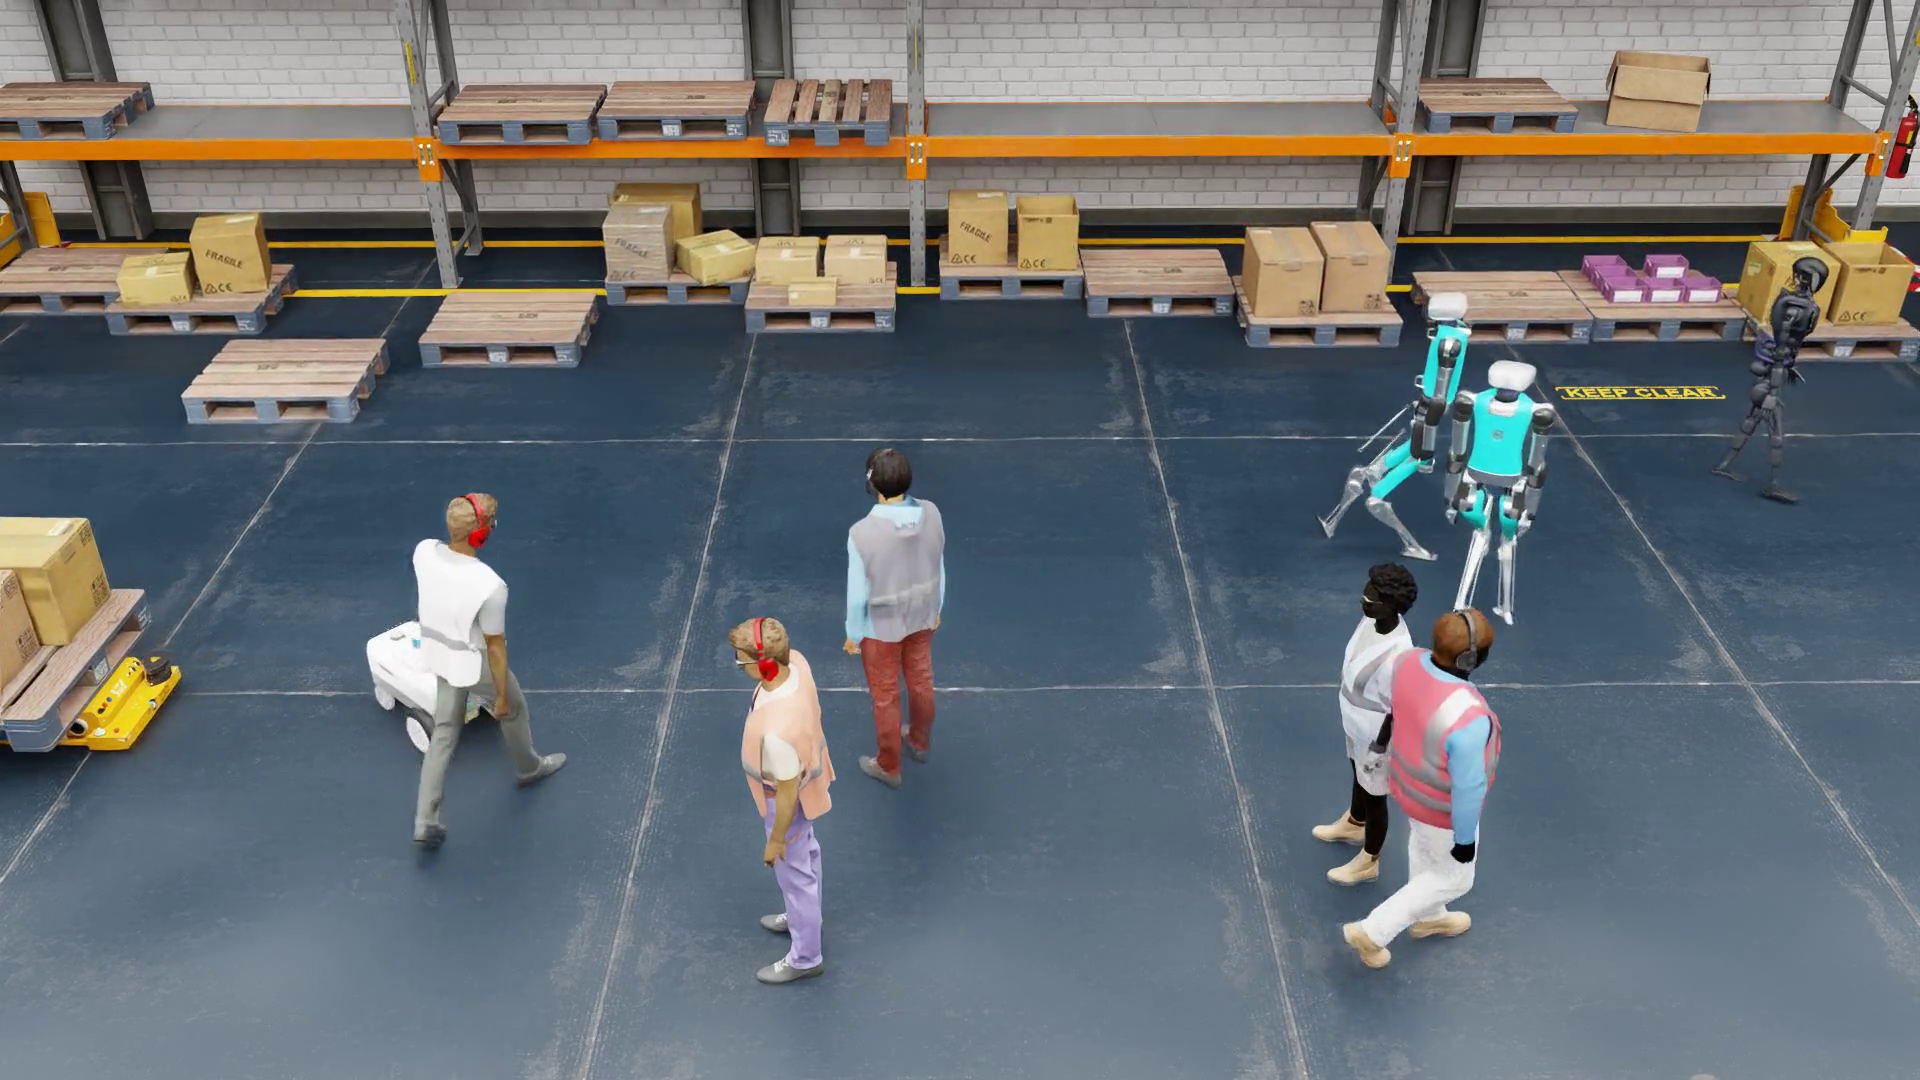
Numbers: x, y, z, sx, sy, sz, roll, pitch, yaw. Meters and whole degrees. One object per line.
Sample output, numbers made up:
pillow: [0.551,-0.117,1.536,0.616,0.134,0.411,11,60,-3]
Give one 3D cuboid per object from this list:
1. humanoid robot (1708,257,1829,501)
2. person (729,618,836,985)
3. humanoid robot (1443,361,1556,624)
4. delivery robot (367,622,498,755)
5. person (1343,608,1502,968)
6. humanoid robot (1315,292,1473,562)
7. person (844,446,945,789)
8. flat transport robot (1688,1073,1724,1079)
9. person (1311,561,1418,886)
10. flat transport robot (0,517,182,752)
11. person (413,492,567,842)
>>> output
humanoid robot: [5.386,-1.067,10.835,0.627,1.639,0.589,19,36,28]
person: [-0.725,1.104,7.049,0.390,1.838,0.563,0,31,0]
humanoid robot: [3.039,-0.278,9.456,0.535,1.793,0.790,13,33,21]
delivery robot: [-2.823,0.758,8.888,0.815,0.612,0.499,25,39,35]
person: [2.023,1.081,7.100,0.675,1.823,0.648,-6,32,-10]
humanoid robot: [2.578,-0.660,10.144,0.881,1.824,0.550,8,32,14]
person: [-0.324,0.390,8.206,0.535,1.877,0.469,-20,36,-29]
flat transport robot: [2.847,2.606,6.073,0.659,0.231,1.431,17,35,26]
person: [1.881,0.839,7.625,0.321,1.697,0.530,0,31,0]
flat transport robot: [-5.066,0.857,8.984,1.431,0.231,0.659,1,31,1]
person: [-2.357,0.599,7.930,0.630,1.792,0.913,17,35,26]
